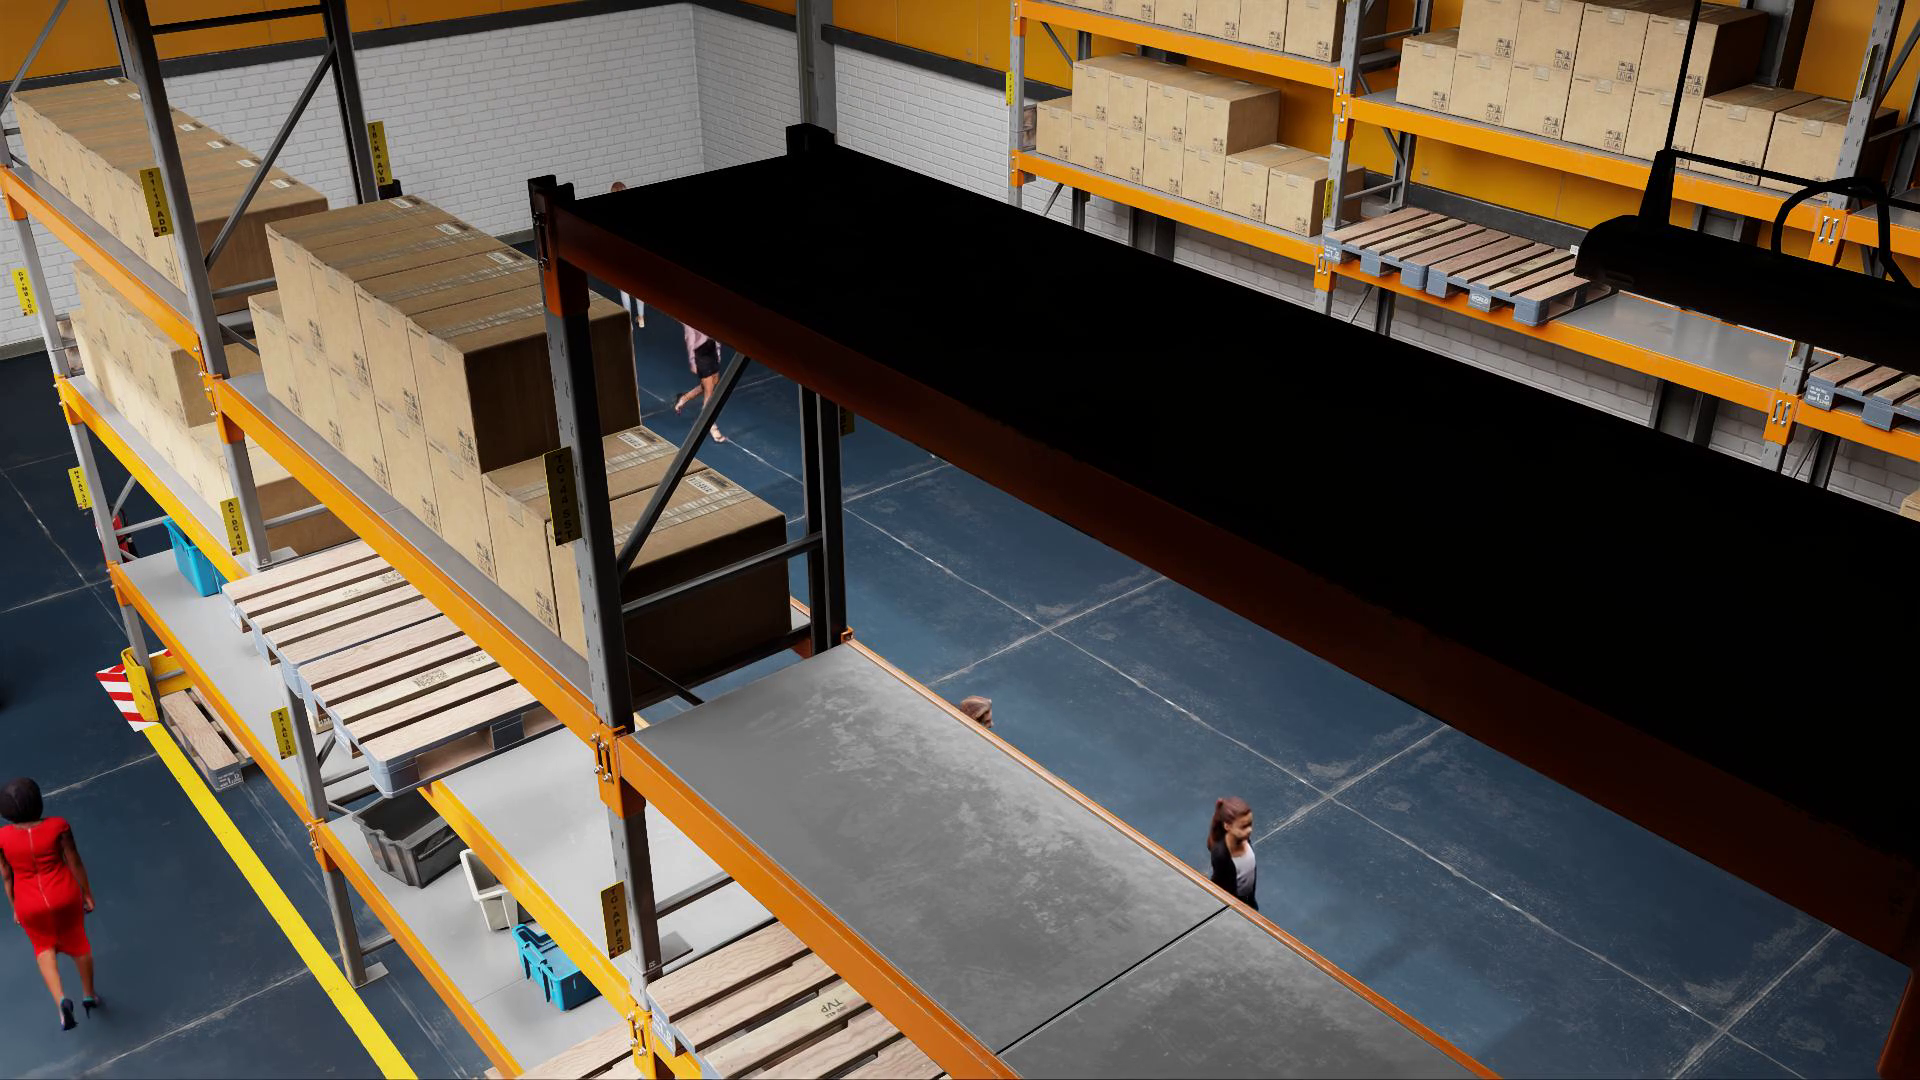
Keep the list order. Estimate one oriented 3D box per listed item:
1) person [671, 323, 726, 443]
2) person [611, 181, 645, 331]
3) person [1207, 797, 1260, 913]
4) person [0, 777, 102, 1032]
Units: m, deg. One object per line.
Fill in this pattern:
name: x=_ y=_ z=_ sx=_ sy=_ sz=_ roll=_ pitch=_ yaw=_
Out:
person: x=-2.683 y=-1.862 z=16.970 sx=0.986 sy=1.796 sz=0.793 roll=17 pitch=33 yaw=29
person: x=-3.972 y=-3.383 z=19.759 sx=0.594 sy=1.796 sz=0.510 roll=-20 pitch=34 yaw=-32
person: x=1.514 y=2.147 z=9.895 sx=0.530 sy=1.533 sz=0.815 roll=-22 pitch=36 yaw=-35
person: x=-5.283 y=2.164 z=9.655 sx=0.680 sy=1.732 sz=0.810 roll=-14 pitch=31 yaw=-23
